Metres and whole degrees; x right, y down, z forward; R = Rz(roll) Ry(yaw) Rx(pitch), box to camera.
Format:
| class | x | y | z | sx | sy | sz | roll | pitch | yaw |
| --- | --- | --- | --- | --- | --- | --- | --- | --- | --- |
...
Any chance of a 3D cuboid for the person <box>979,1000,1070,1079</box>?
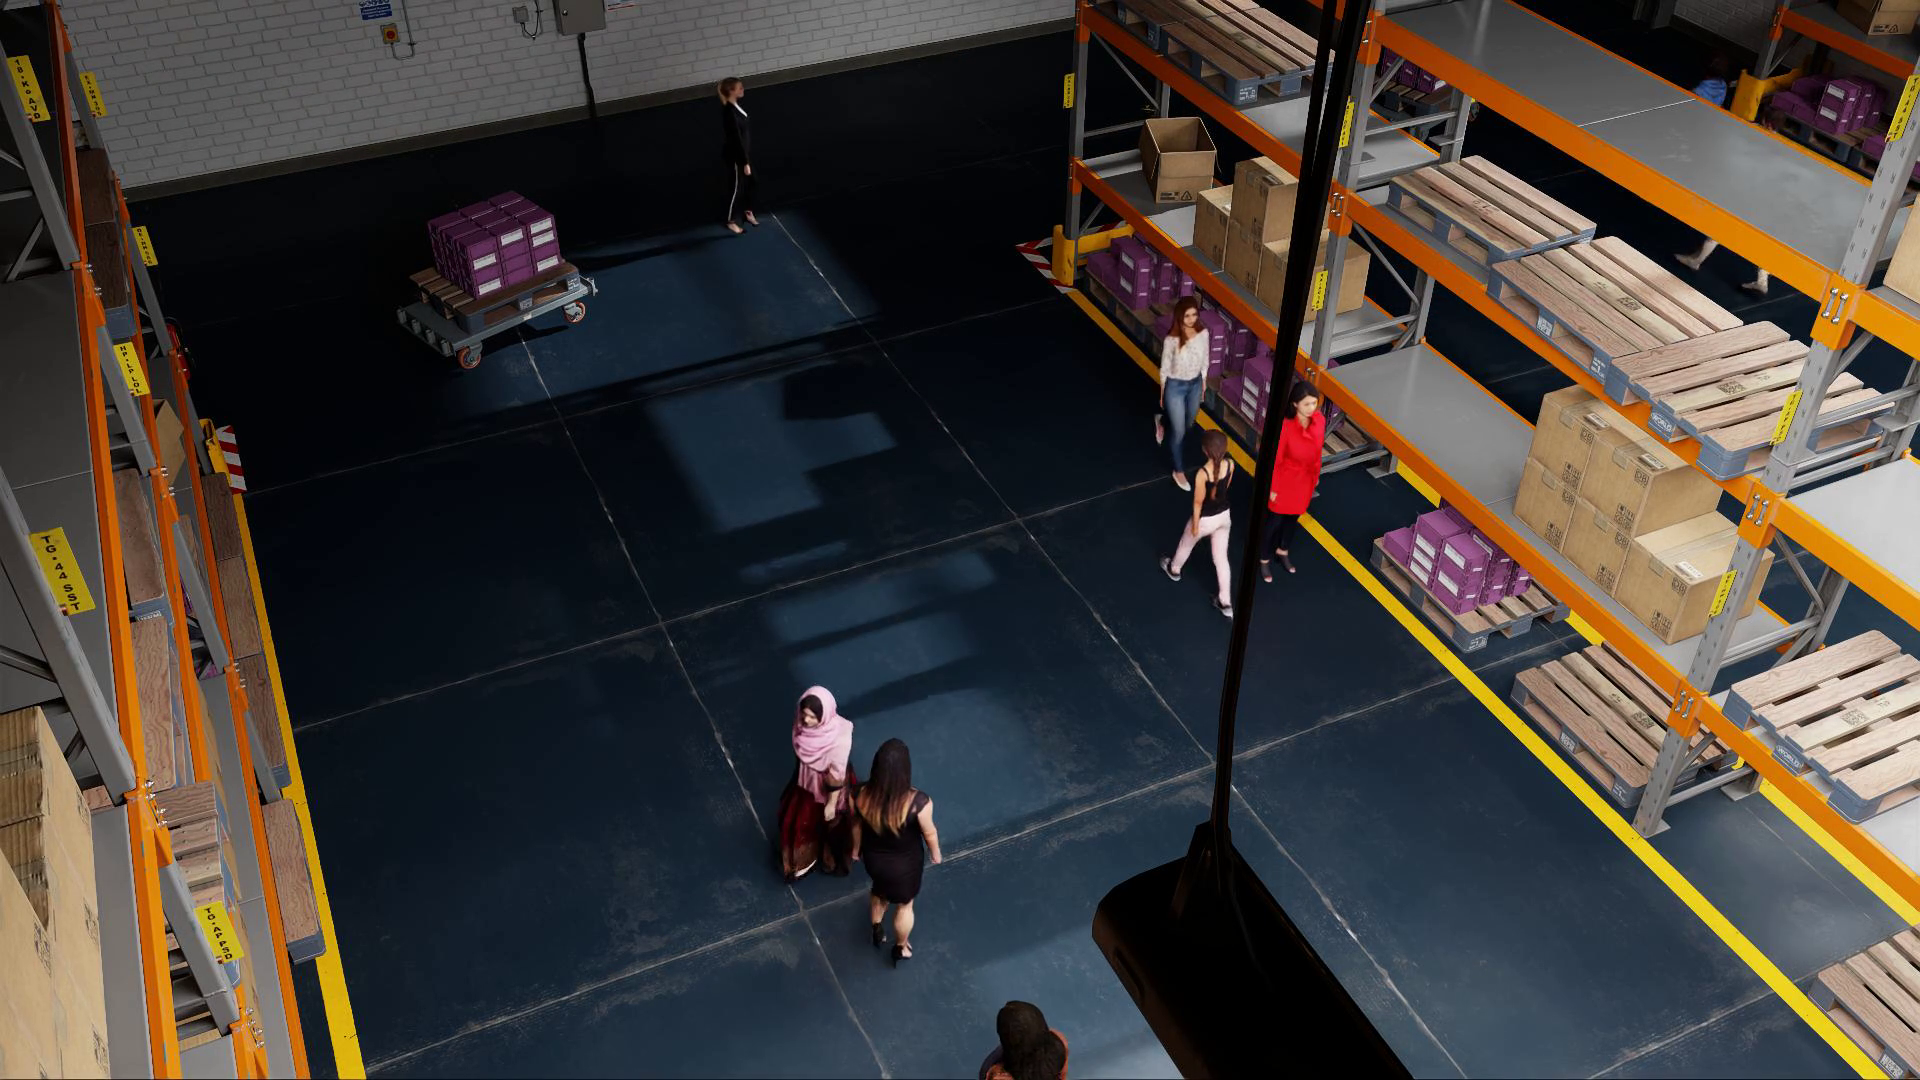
| class | x | y | z | sx | sy | sz | roll | pitch | yaw |
| --- | --- | --- | --- | --- | --- | --- | --- | --- | --- |
| person | 0.339 | 2.913 | 8.189 | 1.060 | 1.803 | 0.891 | 30 | 47 | 32 |

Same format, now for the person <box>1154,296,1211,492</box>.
| class | x | y | z | sx | sy | sz | roll | pitch | yaw |
| --- | --- | --- | --- | --- | --- | --- | --- | --- | --- |
| person | 1.759 | -1.258 | 13.489 | 0.576 | 1.708 | 0.964 | -16 | 41 | -19 |

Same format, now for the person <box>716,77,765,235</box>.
| class | x | y | z | sx | sy | sz | roll | pitch | yaw |
| --- | --- | --- | --- | --- | --- | --- | --- | --- | --- |
| person | -2.336 | -3.837 | 16.733 | 0.778 | 1.689 | 0.664 | -5 | 39 | -7 |

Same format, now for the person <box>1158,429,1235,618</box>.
| class | x | y | z | sx | sy | sz | roll | pitch | yaw |
| --- | --- | --- | --- | --- | --- | --- | --- | --- | --- |
| person | 1.881 | -0.108 | 12.197 | 0.500 | 1.524 | 1.008 | -16 | 41 | -19 |

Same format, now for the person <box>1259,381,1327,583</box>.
| class | x | y | z | sx | sy | sz | roll | pitch | yaw |
| --- | --- | --- | --- | --- | --- | --- | --- | --- | --- |
| person | 2.481 | -0.442 | 12.435 | 0.615 | 1.748 | 0.603 | -18 | 42 | -21 |

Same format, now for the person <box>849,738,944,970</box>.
| class | x | y | z | sx | sy | sz | roll | pitch | yaw |
| --- | --- | --- | --- | --- | --- | --- | --- | --- | --- |
| person | -0.400 | 1.889 | 9.551 | 0.777 | 1.706 | 0.838 | 13 | 40 | 16 |

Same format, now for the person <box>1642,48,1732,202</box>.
| class | x | y | z | sx | sy | sz | roll | pitch | yaw |
| --- | --- | --- | --- | --- | --- | --- | --- | --- | --- |
| person | 7.564 | -4.076 | 16.963 | 0.718 | 1.776 | 1.080 | -13 | 40 | -16 |

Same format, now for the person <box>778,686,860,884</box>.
| class | x | y | z | sx | sy | sz | roll | pitch | yaw |
| --- | --- | --- | --- | --- | --- | --- | --- | --- | --- |
| person | -0.774 | 1.434 | 10.175 | 0.831 | 1.637 | 0.882 | 26 | 45 | 29 |

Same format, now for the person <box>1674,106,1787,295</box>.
| class | x | y | z | sx | sy | sz | roll | pitch | yaw |
| --- | --- | --- | --- | --- | --- | --- | --- | --- | --- |
| person | 7.596 | -3.187 | 15.829 | 0.828 | 1.803 | 1.286 | -25 | 45 | -28 |
